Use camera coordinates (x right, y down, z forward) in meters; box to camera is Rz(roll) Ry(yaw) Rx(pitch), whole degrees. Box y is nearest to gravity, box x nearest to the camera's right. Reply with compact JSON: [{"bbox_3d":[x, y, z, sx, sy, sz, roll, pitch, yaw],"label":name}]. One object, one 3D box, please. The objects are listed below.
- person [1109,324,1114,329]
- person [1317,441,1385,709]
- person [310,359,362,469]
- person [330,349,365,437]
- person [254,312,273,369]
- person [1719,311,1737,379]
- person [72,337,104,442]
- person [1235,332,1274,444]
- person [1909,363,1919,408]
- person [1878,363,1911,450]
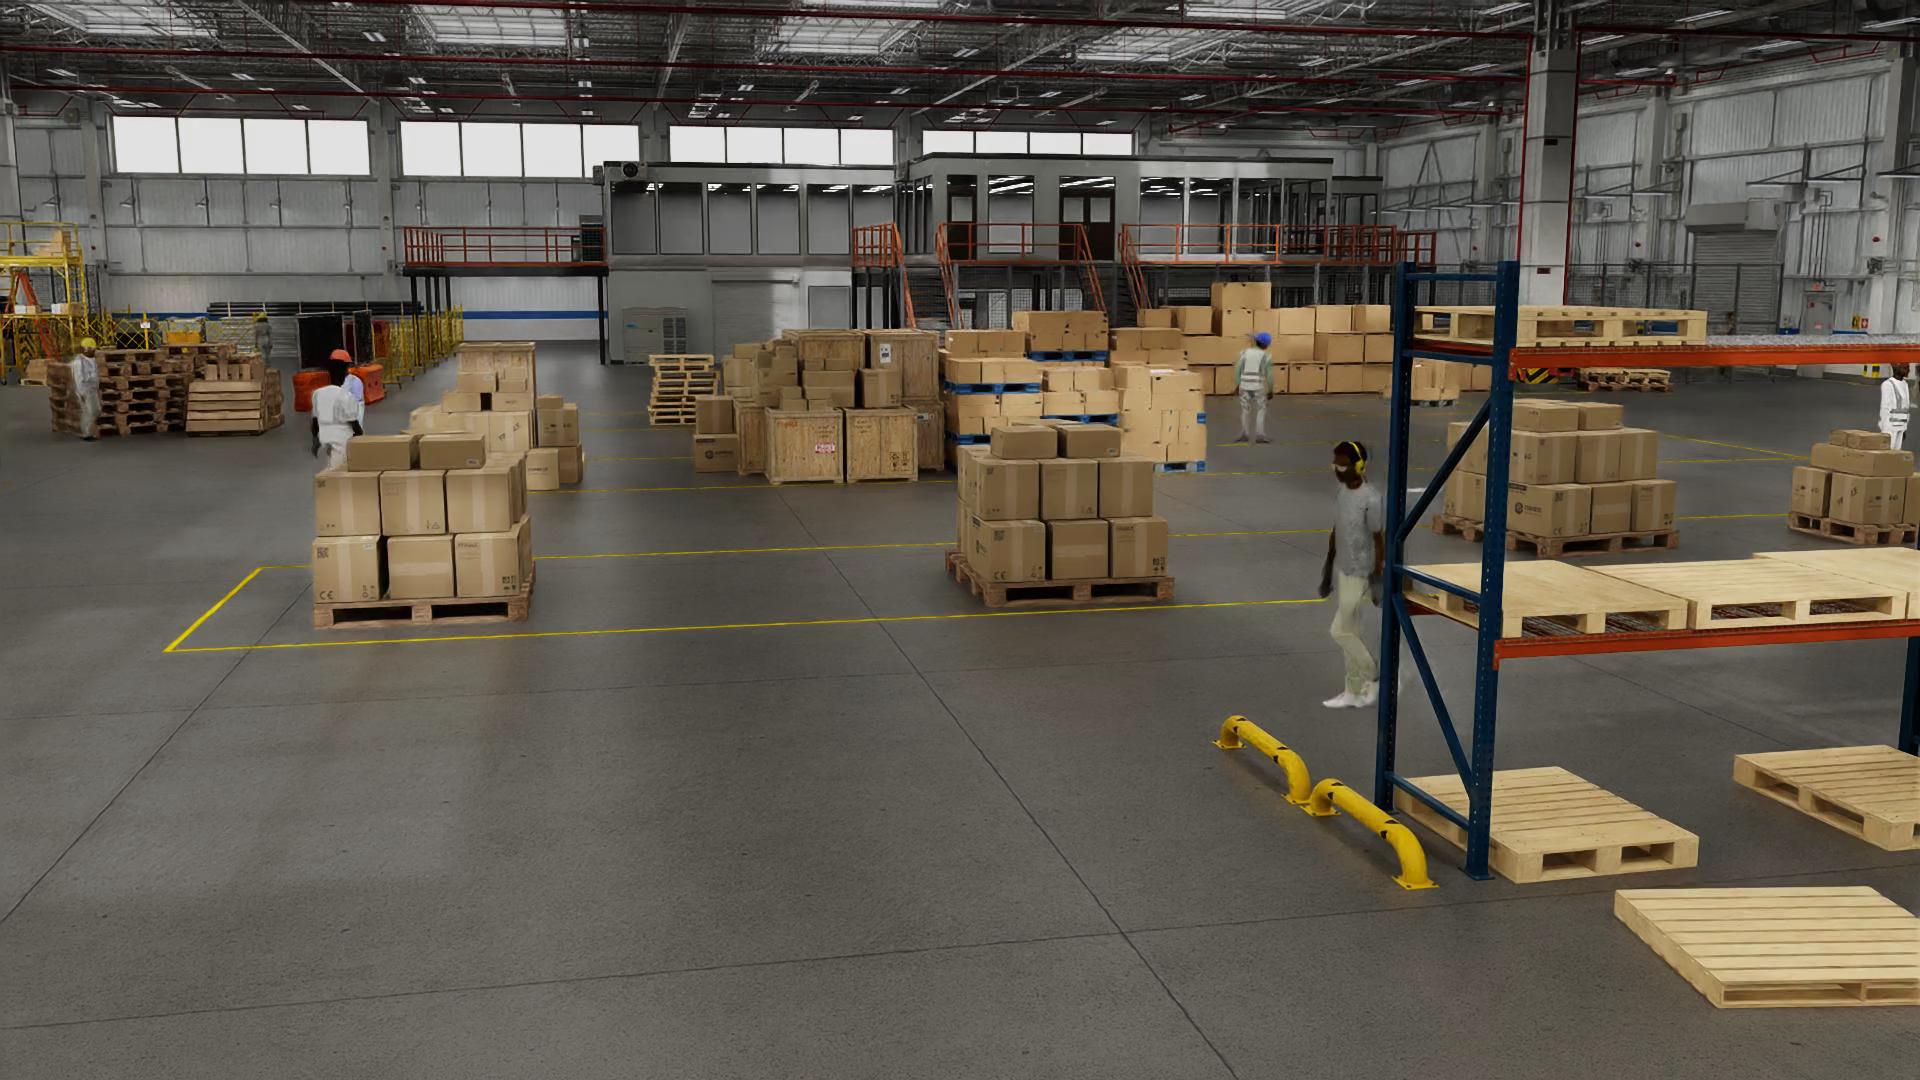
[{"bbox_3d":[2.929,-3.384,33.295,0.889,1.886,0.592,7,12,38],"label":"person"},{"bbox_3d":[2.633,0.245,11.268,0.386,1.847,0.510,-2,10,-12],"label":"person"},{"bbox_3d":[-7.302,-1.189,19.759,0.636,1.921,0.975,5,10,27],"label":"person"},{"bbox_3d":[-8.057,-1.525,21.789,0.551,1.934,0.373,5,11,27],"label":"person"},{"bbox_3d":[-19.952,-5.664,47.656,0.492,1.721,0.616,-3,10,-16],"label":"person"},{"bbox_3d":[20.819,-5.249,44.816,0.550,1.824,0.663,-8,12,-40],"label":"person"},{"bbox_3d":[-15.000,-2.583,28.629,0.457,1.809,0.654,0,9,-3],"label":"person"},{"bbox_3d":[5.048,-2.587,28.396,0.737,1.897,0.431,5,10,27],"label":"person"},{"bbox_3d":[20.530,-3.681,35.270,0.528,1.834,0.927,1,9,8],"label":"person"},{"bbox_3d":[11.978,-1.424,21.334,0.585,1.882,0.344,-8,12,-40],"label":"person"}]
